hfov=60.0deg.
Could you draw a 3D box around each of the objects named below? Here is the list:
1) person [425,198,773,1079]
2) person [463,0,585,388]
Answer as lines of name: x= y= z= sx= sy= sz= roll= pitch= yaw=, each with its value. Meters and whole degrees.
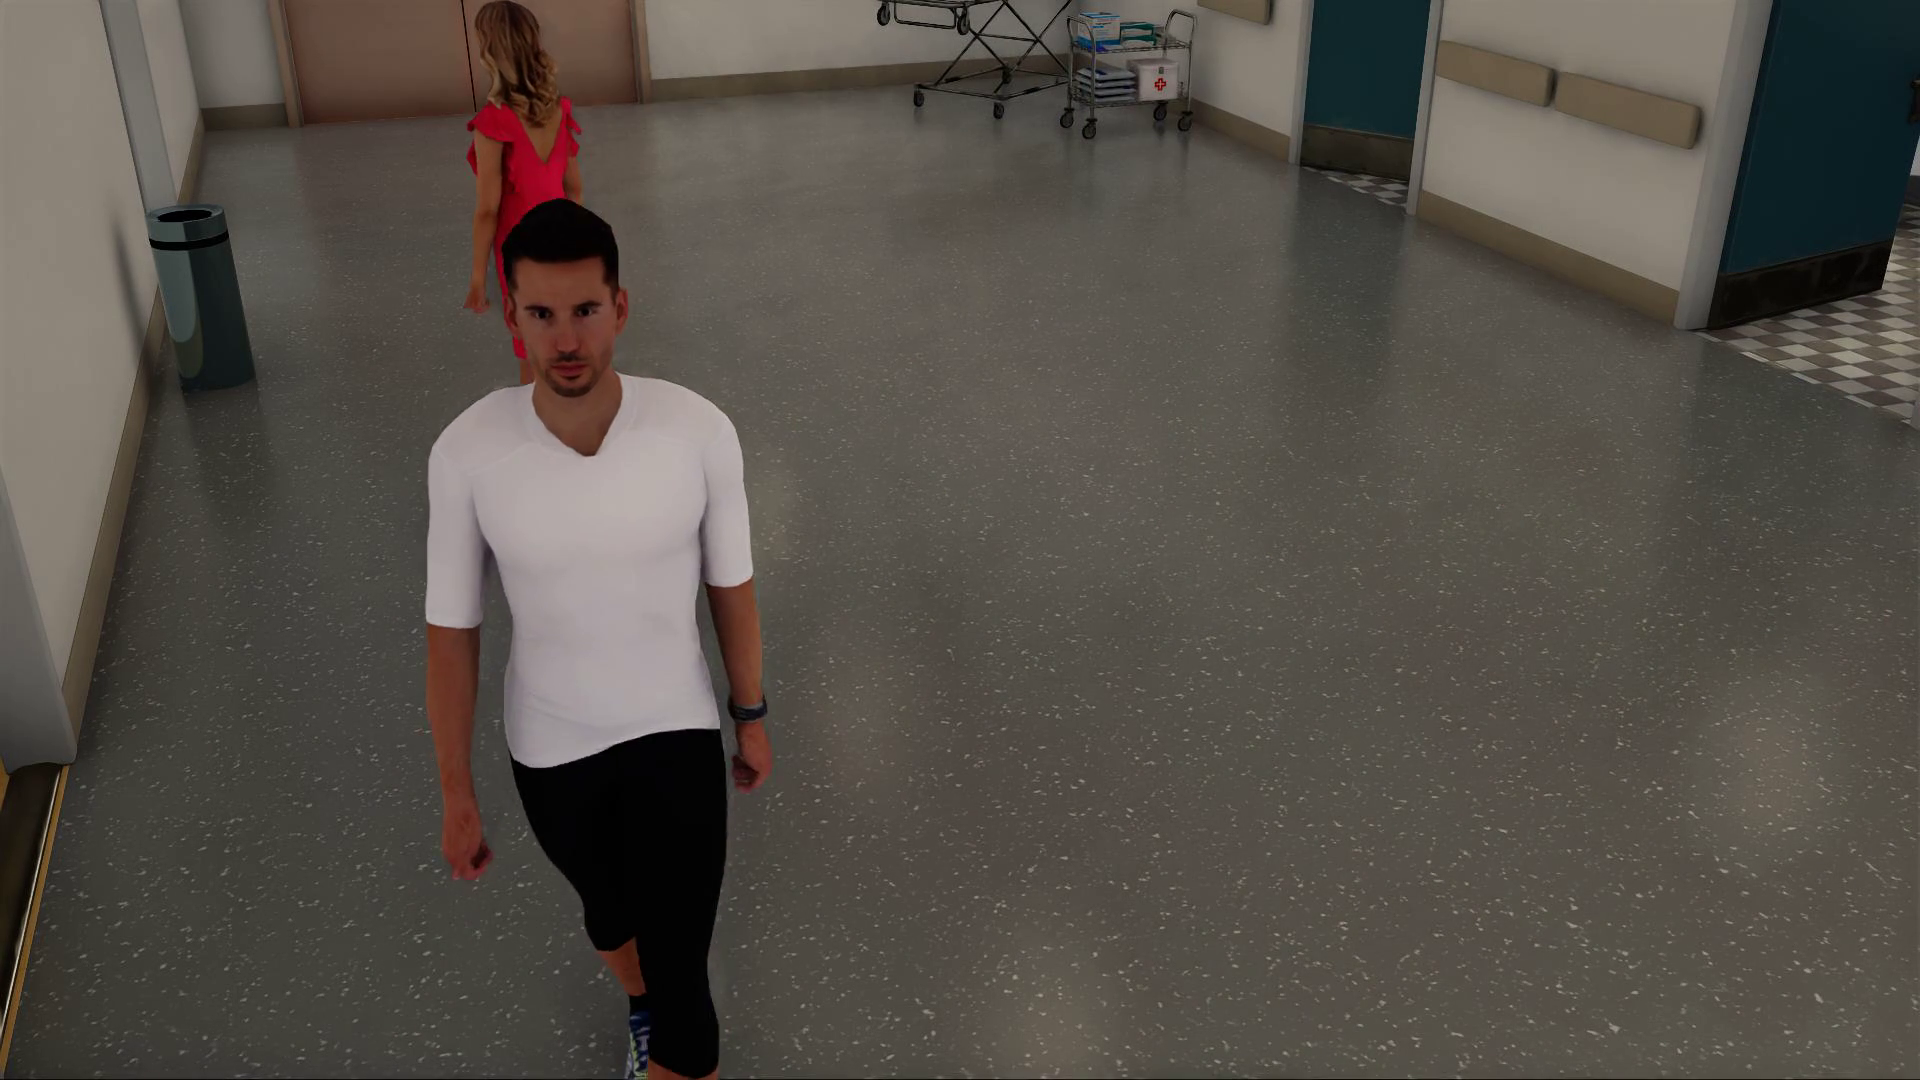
person: x=-0.608 y=0.306 z=2.924 sx=0.872 sy=1.815 sz=1.210 roll=-3 pitch=26 yaw=-7
person: x=-1.320 y=-0.892 z=5.533 sx=0.945 sy=1.707 sz=0.890 roll=11 pitch=28 yaw=22
